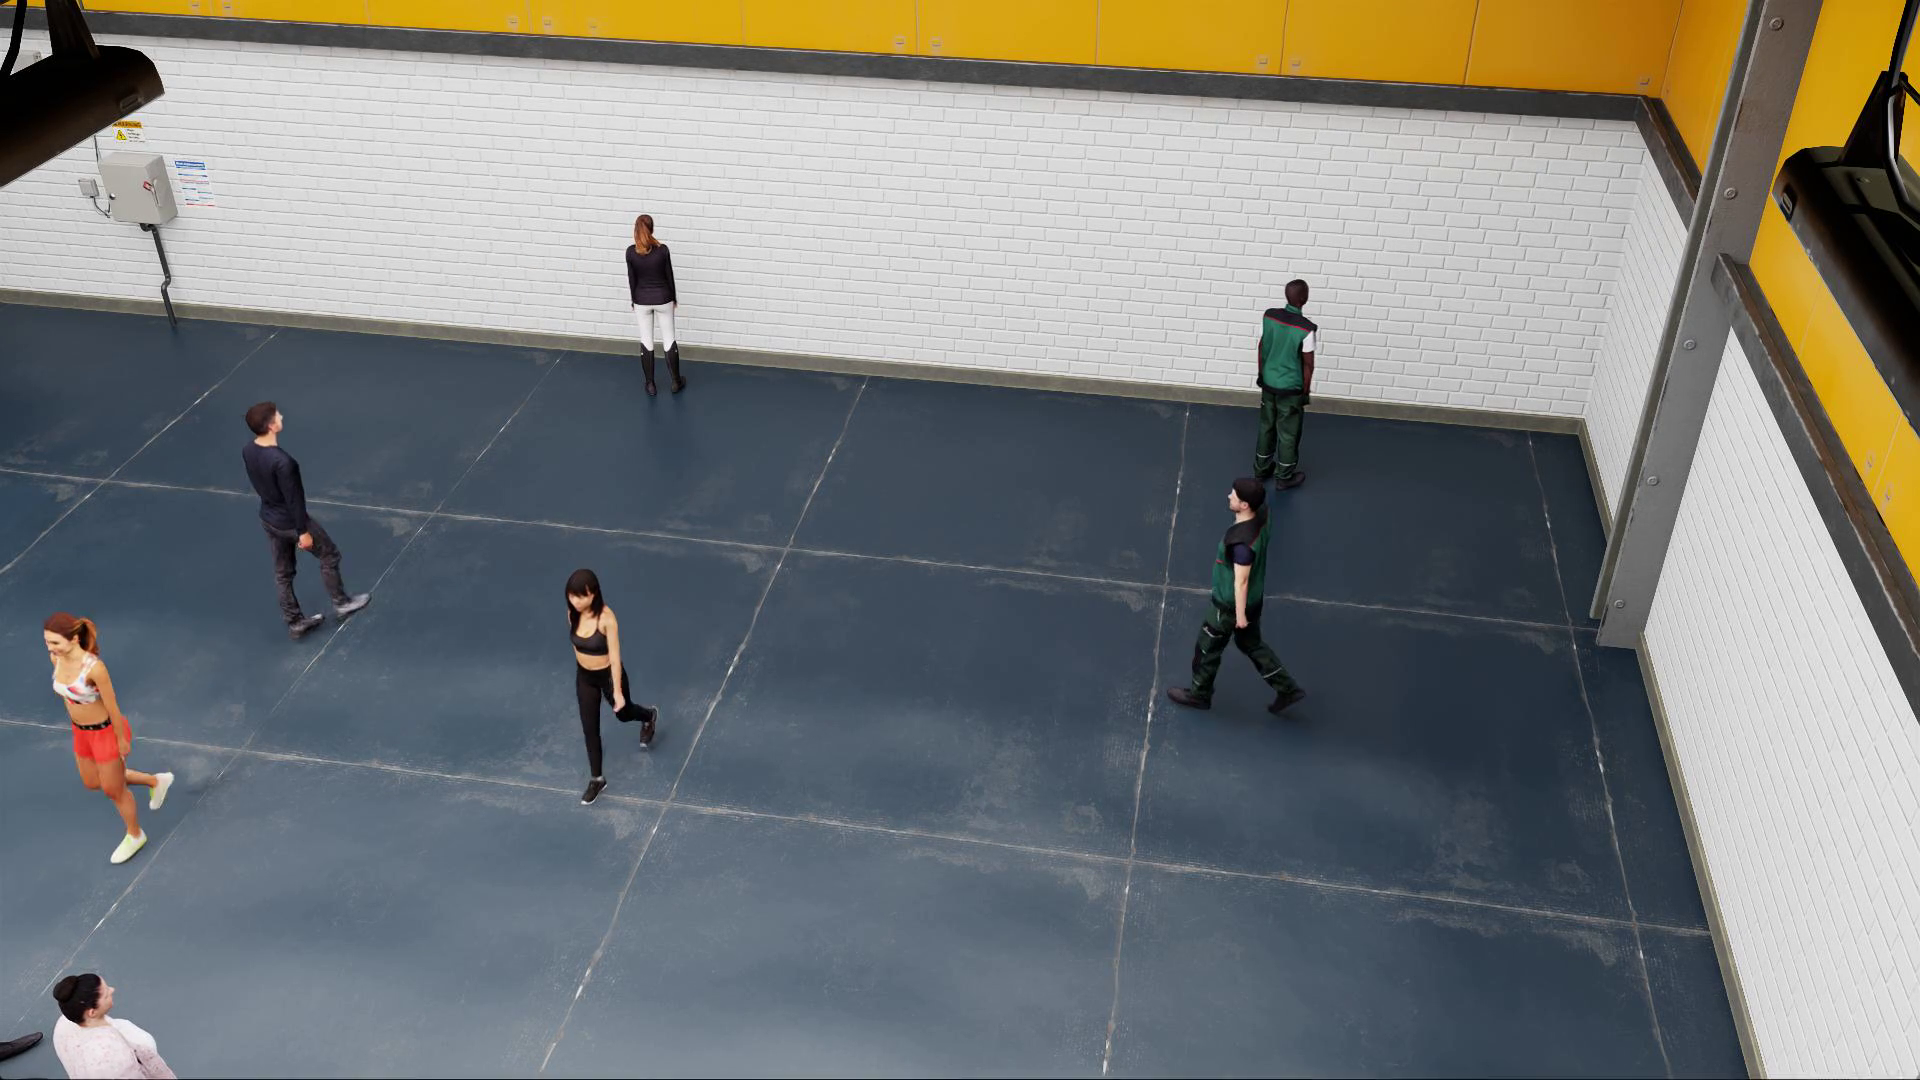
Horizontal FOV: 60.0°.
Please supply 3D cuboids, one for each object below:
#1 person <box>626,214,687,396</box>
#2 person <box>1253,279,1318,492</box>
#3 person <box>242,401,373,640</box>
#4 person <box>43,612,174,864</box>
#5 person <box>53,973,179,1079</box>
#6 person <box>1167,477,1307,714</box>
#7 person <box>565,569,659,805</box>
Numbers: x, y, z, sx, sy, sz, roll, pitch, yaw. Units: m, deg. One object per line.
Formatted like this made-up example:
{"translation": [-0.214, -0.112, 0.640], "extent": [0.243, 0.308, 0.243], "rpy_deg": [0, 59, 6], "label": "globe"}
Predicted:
{"translation": [-2.750, -2.112, 14.935], "extent": [0.627, 1.729, 0.631], "rpy_deg": [-3, 34, -5], "label": "person"}
{"translation": [2.643, -1.271, 13.572], "extent": [0.814, 1.838, 0.786], "rpy_deg": [-29, 43, -36], "label": "person"}
{"translation": [-4.831, -0.083, 11.772], "extent": [0.845, 1.852, 0.981], "rpy_deg": [19, 38, 26], "label": "person"}
{"translation": [-5.119, 1.119, 10.030], "extent": [0.702, 1.778, 0.877], "rpy_deg": [15, 36, 21], "label": "person"}
{"translation": [-3.896, 2.642, 7.769], "extent": [0.782, 1.744, 0.779], "rpy_deg": [21, 39, 29], "label": "person"}
{"translation": [1.934, 0.405, 11.019], "extent": [0.951, 1.873, 1.175], "rpy_deg": [15, 36, 21], "label": "person"}
{"translation": [-2.223, 0.844, 10.589], "extent": [0.651, 1.618, 1.097], "rpy_deg": [10, 35, 15], "label": "person"}
